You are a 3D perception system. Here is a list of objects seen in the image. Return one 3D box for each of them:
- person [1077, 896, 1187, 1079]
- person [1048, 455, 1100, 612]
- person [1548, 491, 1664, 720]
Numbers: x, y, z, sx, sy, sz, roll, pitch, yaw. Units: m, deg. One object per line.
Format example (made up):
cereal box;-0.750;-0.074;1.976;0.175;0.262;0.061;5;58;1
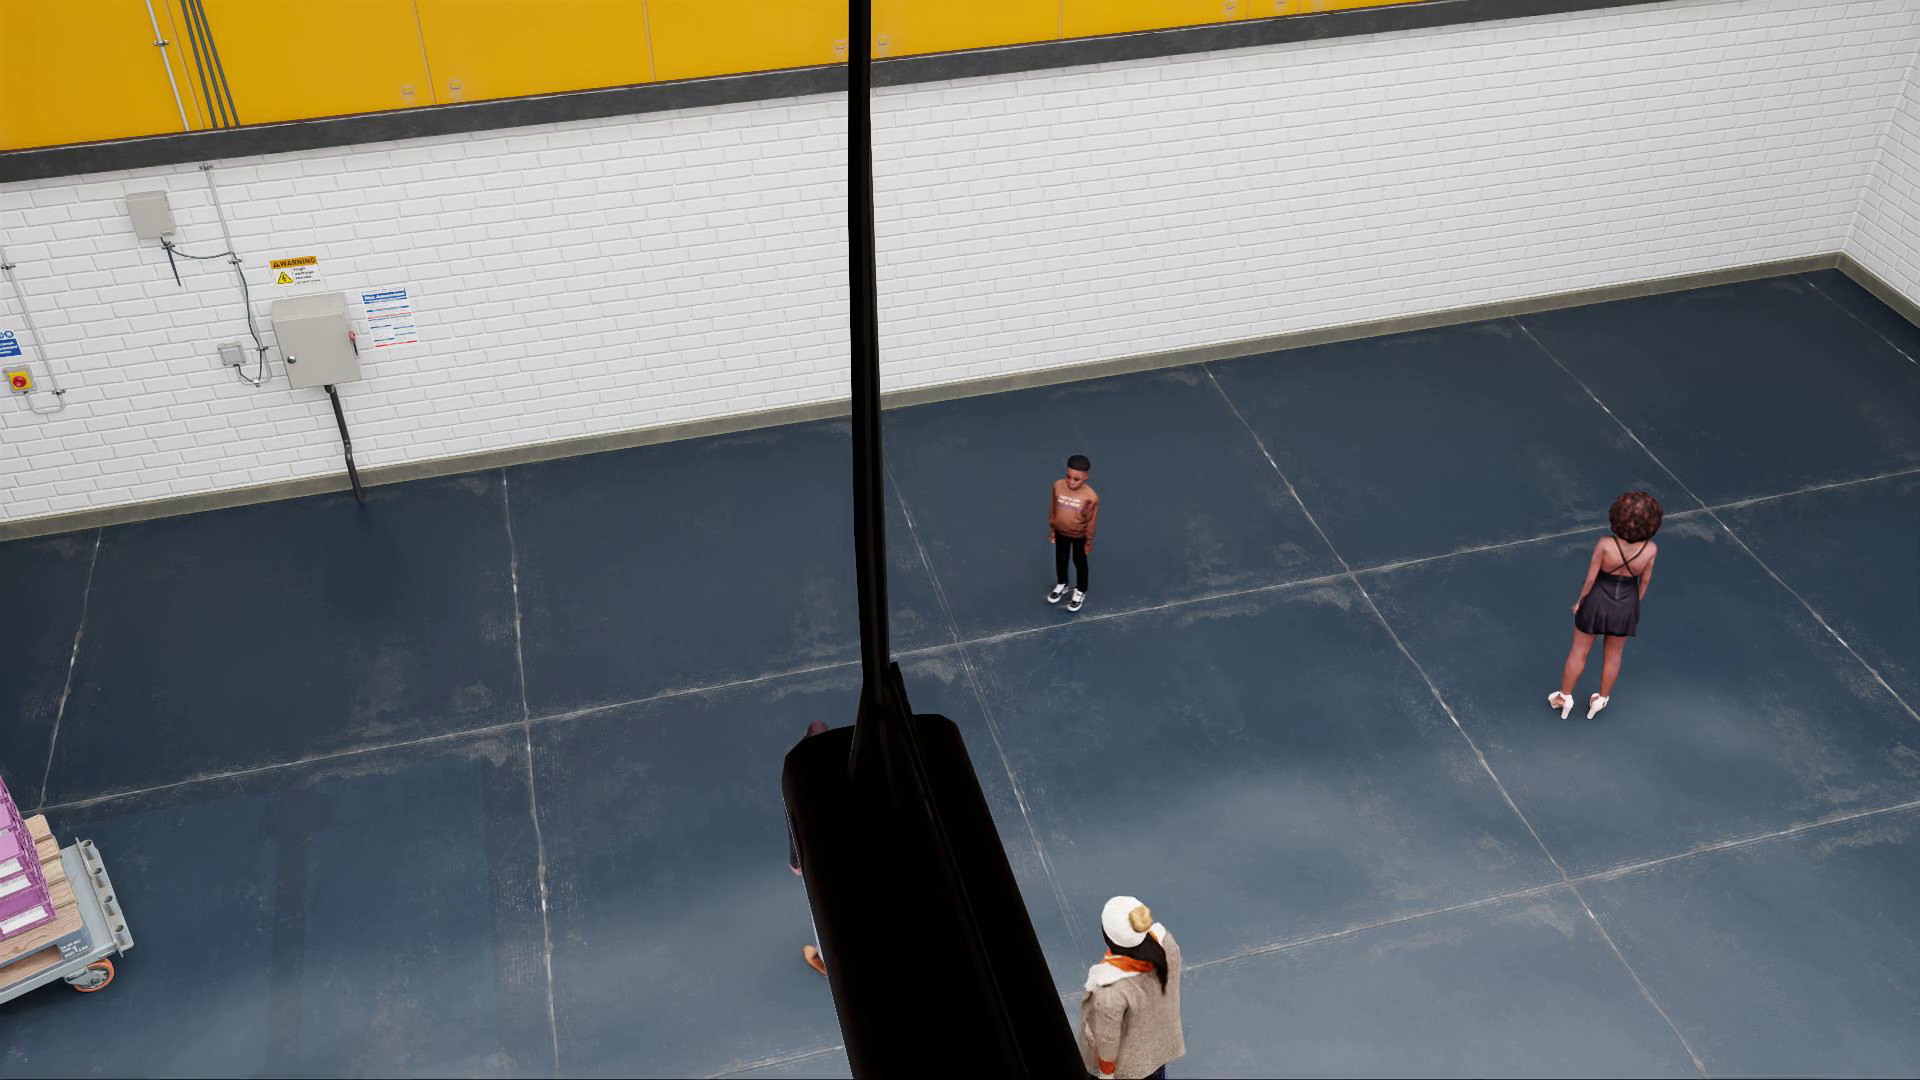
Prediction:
person;0.885;2.423;8.006;0.913;1.869;1.047;-26;46;-29
person;0.796;-0.080;11.633;0.581;1.255;0.646;21;43;24
person;4.112;0.441;10.552;0.627;1.790;0.642;4;39;5
